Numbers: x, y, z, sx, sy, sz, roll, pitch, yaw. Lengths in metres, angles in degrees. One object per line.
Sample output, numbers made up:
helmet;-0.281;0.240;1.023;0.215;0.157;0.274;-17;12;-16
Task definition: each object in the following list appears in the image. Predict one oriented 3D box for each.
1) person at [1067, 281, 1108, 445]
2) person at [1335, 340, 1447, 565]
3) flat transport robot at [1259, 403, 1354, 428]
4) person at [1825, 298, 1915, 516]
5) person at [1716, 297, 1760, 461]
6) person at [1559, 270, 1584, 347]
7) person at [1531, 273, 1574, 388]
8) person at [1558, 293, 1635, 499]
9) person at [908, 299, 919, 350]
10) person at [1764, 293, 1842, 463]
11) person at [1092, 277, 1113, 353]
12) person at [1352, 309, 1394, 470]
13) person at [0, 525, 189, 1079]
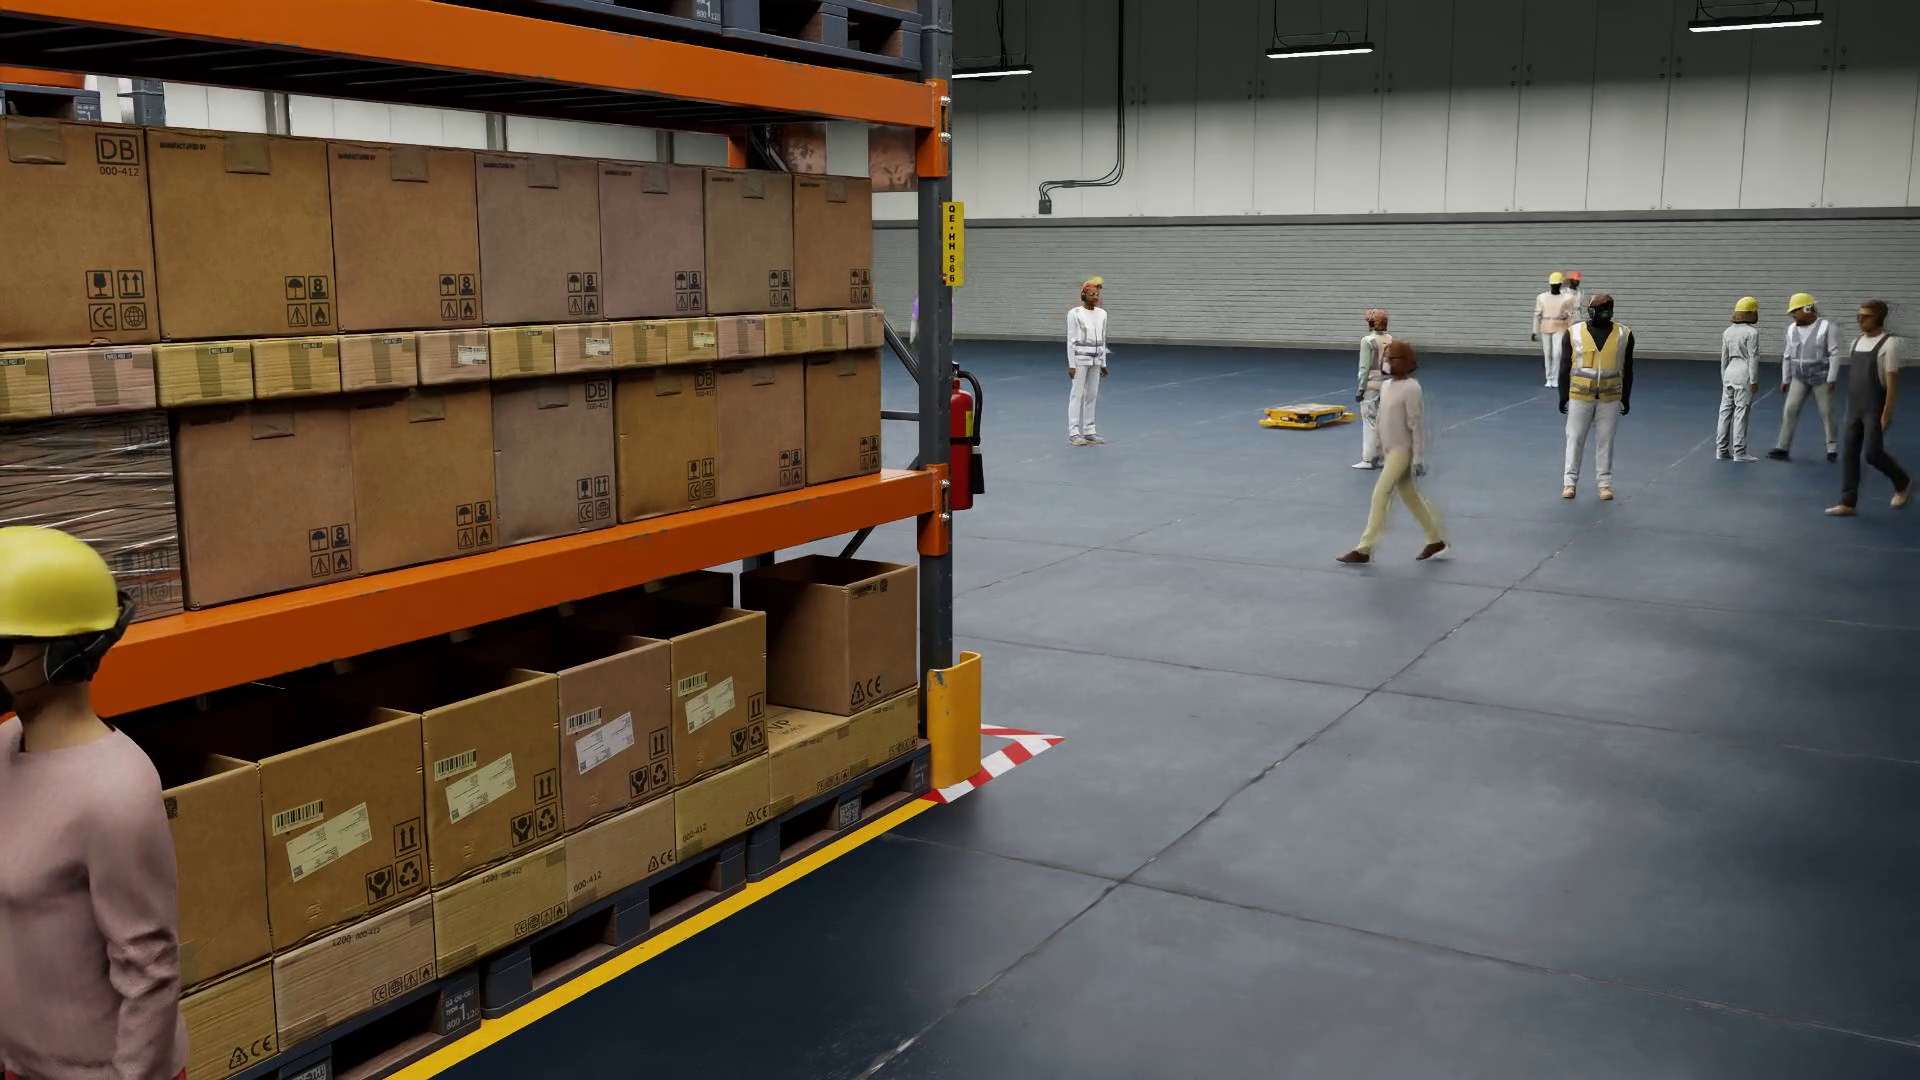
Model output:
person;1.478;-2.040;19.246;0.575;1.882;0.361;-7;12;-36
person;3.107;-0.617;11.764;0.865;1.593;0.511;-2;10;-9
flat transport robot;4.476;-1.611;21.446;0.652;0.197;1.431;7;12;37
person;7.641;-1.095;13.872;0.661;1.833;0.506;-2;10;-13
person;8.318;-1.708;17.711;0.295;1.744;0.484;-3;10;-17
person;11.743;-4.250;32.075;0.556;1.923;0.720;-3;10;-16
person;9.750;-3.444;27.435;0.598;1.894;0.863;6;11;32
person;5.696;-1.282;14.922;0.634;1.843;0.429;3;10;15
person;-0.463;-3.038;25.102;0.557;1.886;0.990;-4;10;-20
person;8.983;-1.705;17.587;0.726;1.774;0.637;-6;11;-31
person;2.962;-5.008;37.098;0.904;1.725;0.539;-4;11;-25
person;4.240;-1.538;17.015;0.524;1.639;0.306;-9;13;-41
person;-1.412;0.850;2.659;0.524;1.772;0.301;8;12;38
